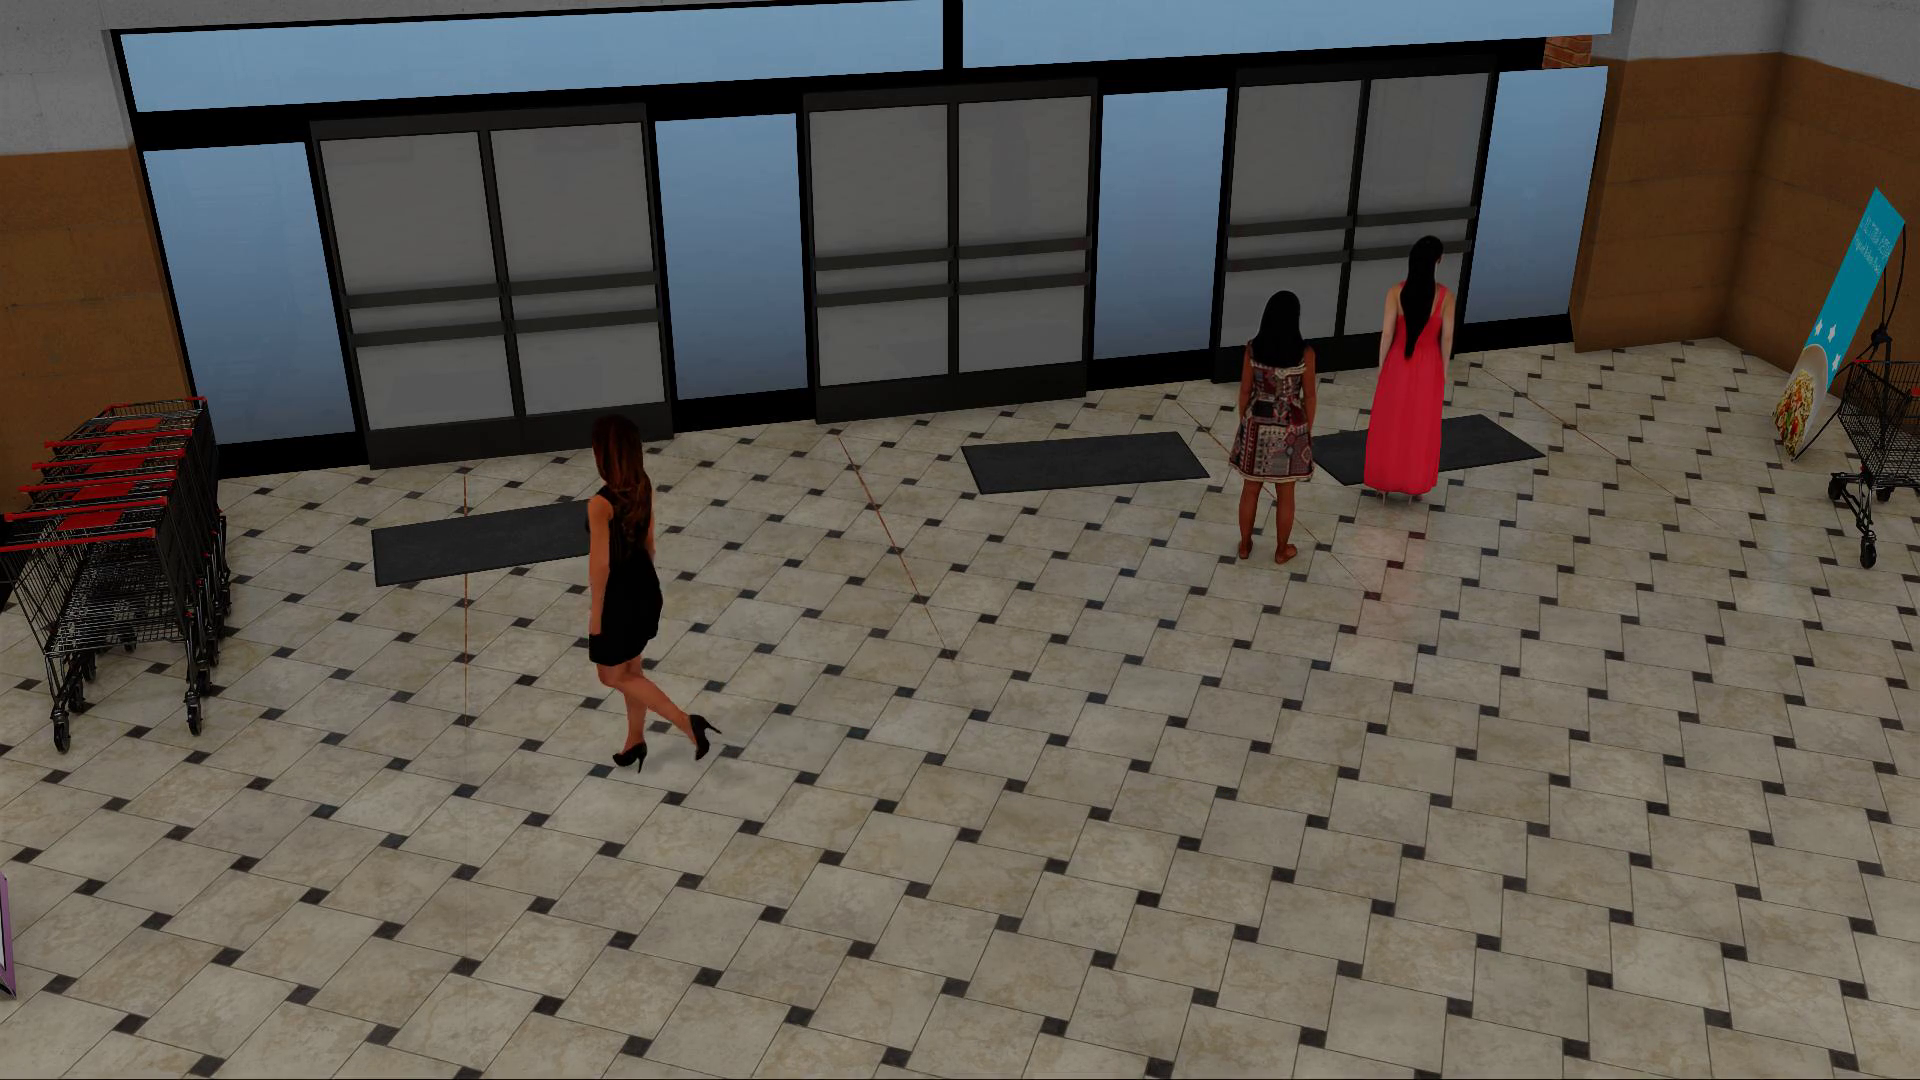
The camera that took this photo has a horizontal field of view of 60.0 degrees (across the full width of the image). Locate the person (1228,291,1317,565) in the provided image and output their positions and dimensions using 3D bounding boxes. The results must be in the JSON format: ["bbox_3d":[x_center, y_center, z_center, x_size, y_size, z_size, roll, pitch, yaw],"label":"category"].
[{"bbox_3d":[1.801,-0.642,9.554,0.724,1.645,0.733,9,28,17],"label":"person"}]

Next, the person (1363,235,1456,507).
[{"bbox_3d":[2.778,-1.027,10.226,0.712,1.725,0.731,7,28,14],"label":"person"}]

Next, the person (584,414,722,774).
[{"bbox_3d":[-1.427,0.319,7.463,0.920,1.822,0.892,11,29,20],"label":"person"}]
